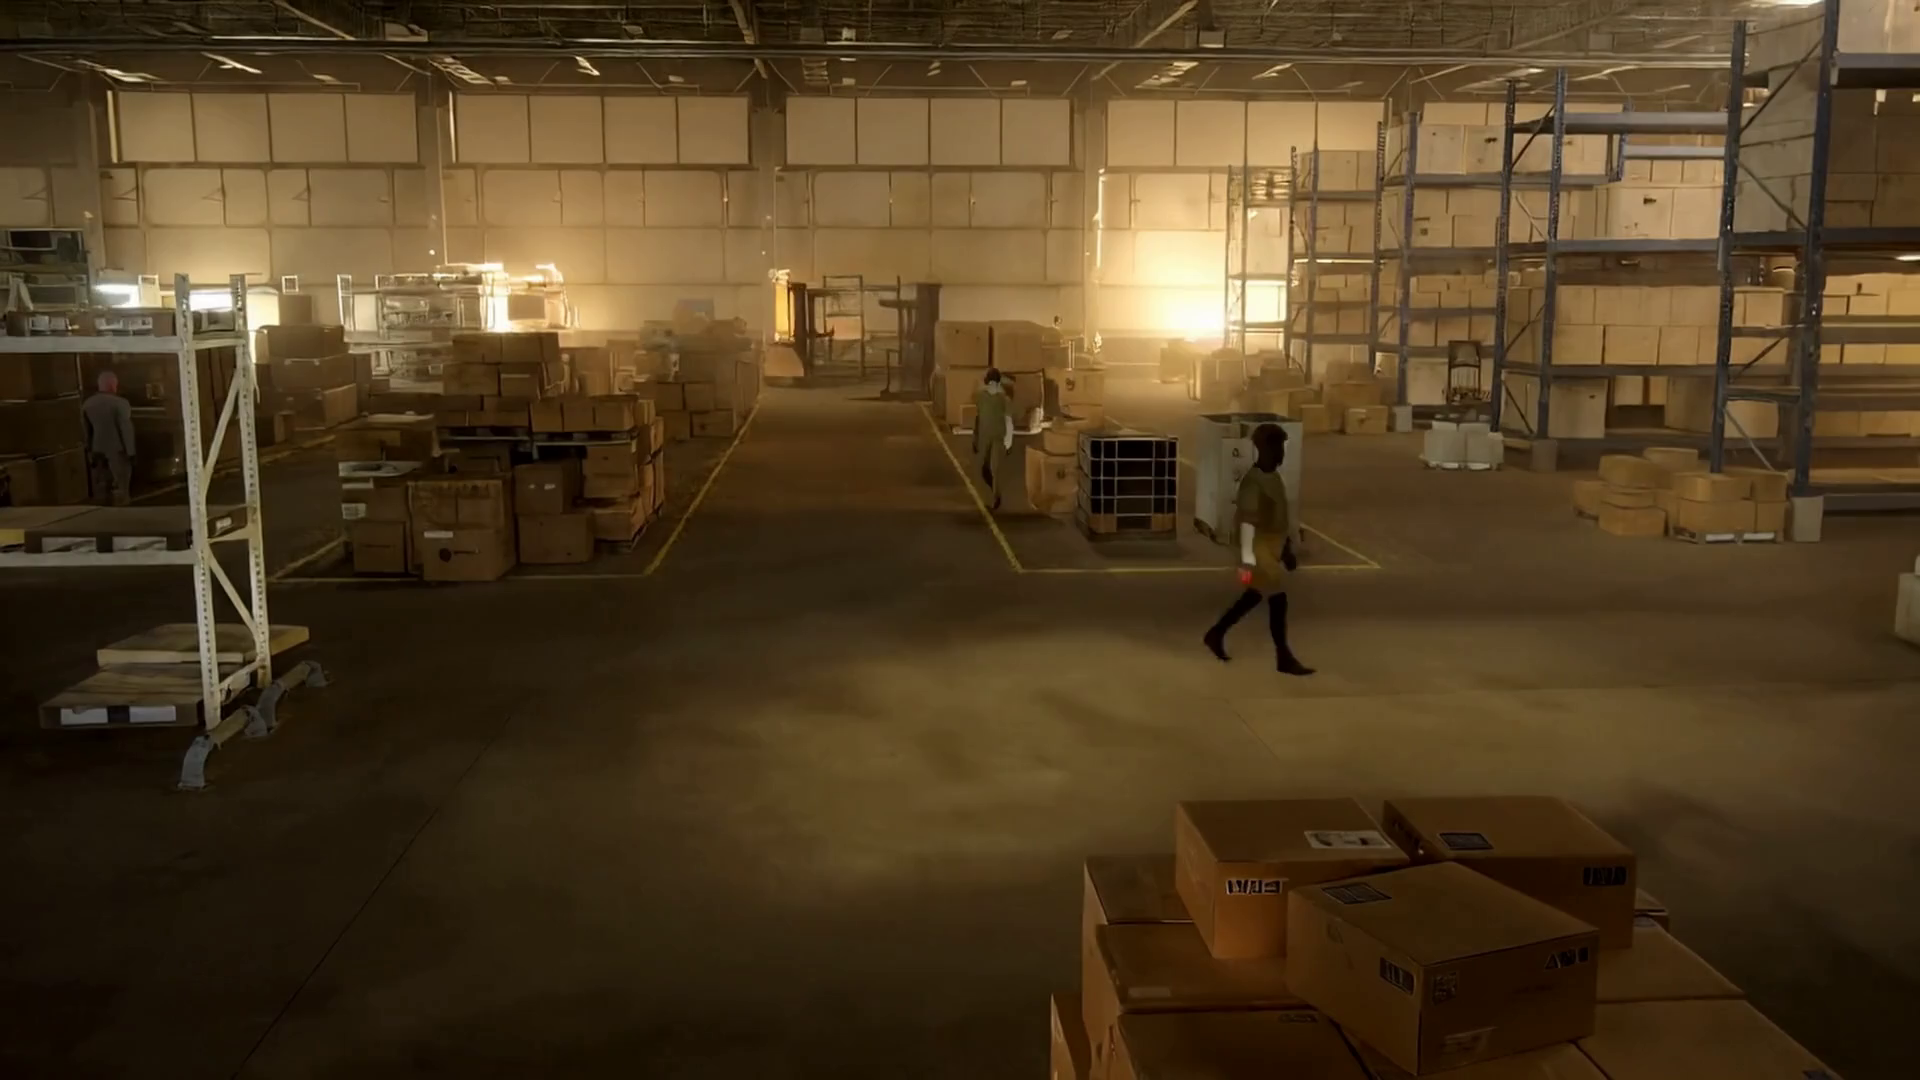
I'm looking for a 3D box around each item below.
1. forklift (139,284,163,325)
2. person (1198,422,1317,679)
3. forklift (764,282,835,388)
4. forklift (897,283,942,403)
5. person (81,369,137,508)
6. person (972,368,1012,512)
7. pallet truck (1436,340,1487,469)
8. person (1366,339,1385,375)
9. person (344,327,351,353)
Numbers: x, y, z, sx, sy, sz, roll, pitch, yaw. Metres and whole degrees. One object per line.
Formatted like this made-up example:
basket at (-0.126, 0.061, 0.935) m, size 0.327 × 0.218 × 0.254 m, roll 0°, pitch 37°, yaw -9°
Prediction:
forklift at (-18.064, -4.339, 37.273) m, size 1.873 × 2.768 × 1.129 m, roll -5°, pitch 10°, yaw -30°
person at (2.252, 0.060, 12.616) m, size 0.937 × 1.937 × 0.601 m, roll 4°, pitch 10°, yaw 24°
forklift at (-4.332, -5.522, 44.706) m, size 1.873 × 2.768 × 1.129 m, roll -1°, pitch 9°, yaw -4°
forklift at (-0.749, -4.691, 39.485) m, size 1.873 × 2.768 × 1.129 m, roll -3°, pitch 10°, yaw -20°
person at (-9.829, -1.002, 19.271) m, size 0.628 × 1.940 × 0.377 m, roll 2°, pitch 9°, yaw 15°
person at (0.430, -1.306, 21.440) m, size 0.545 × 1.854 × 0.603 m, roll 3°, pitch 10°, yaw 19°
pallet truck at (8.004, -2.170, 26.422) m, size 0.823 × 1.965 × 1.885 m, roll 2°, pitch 9°, yaw 14°
person at (9.334, -3.737, 37.412) m, size 0.314 × 1.632 × 0.520 m, roll -7°, pitch 11°, yaw -36°
person at (-13.903, -3.919, 37.736) m, size 0.959 × 1.901 × 0.546 m, roll -3°, pitch 10°, yaw -20°
